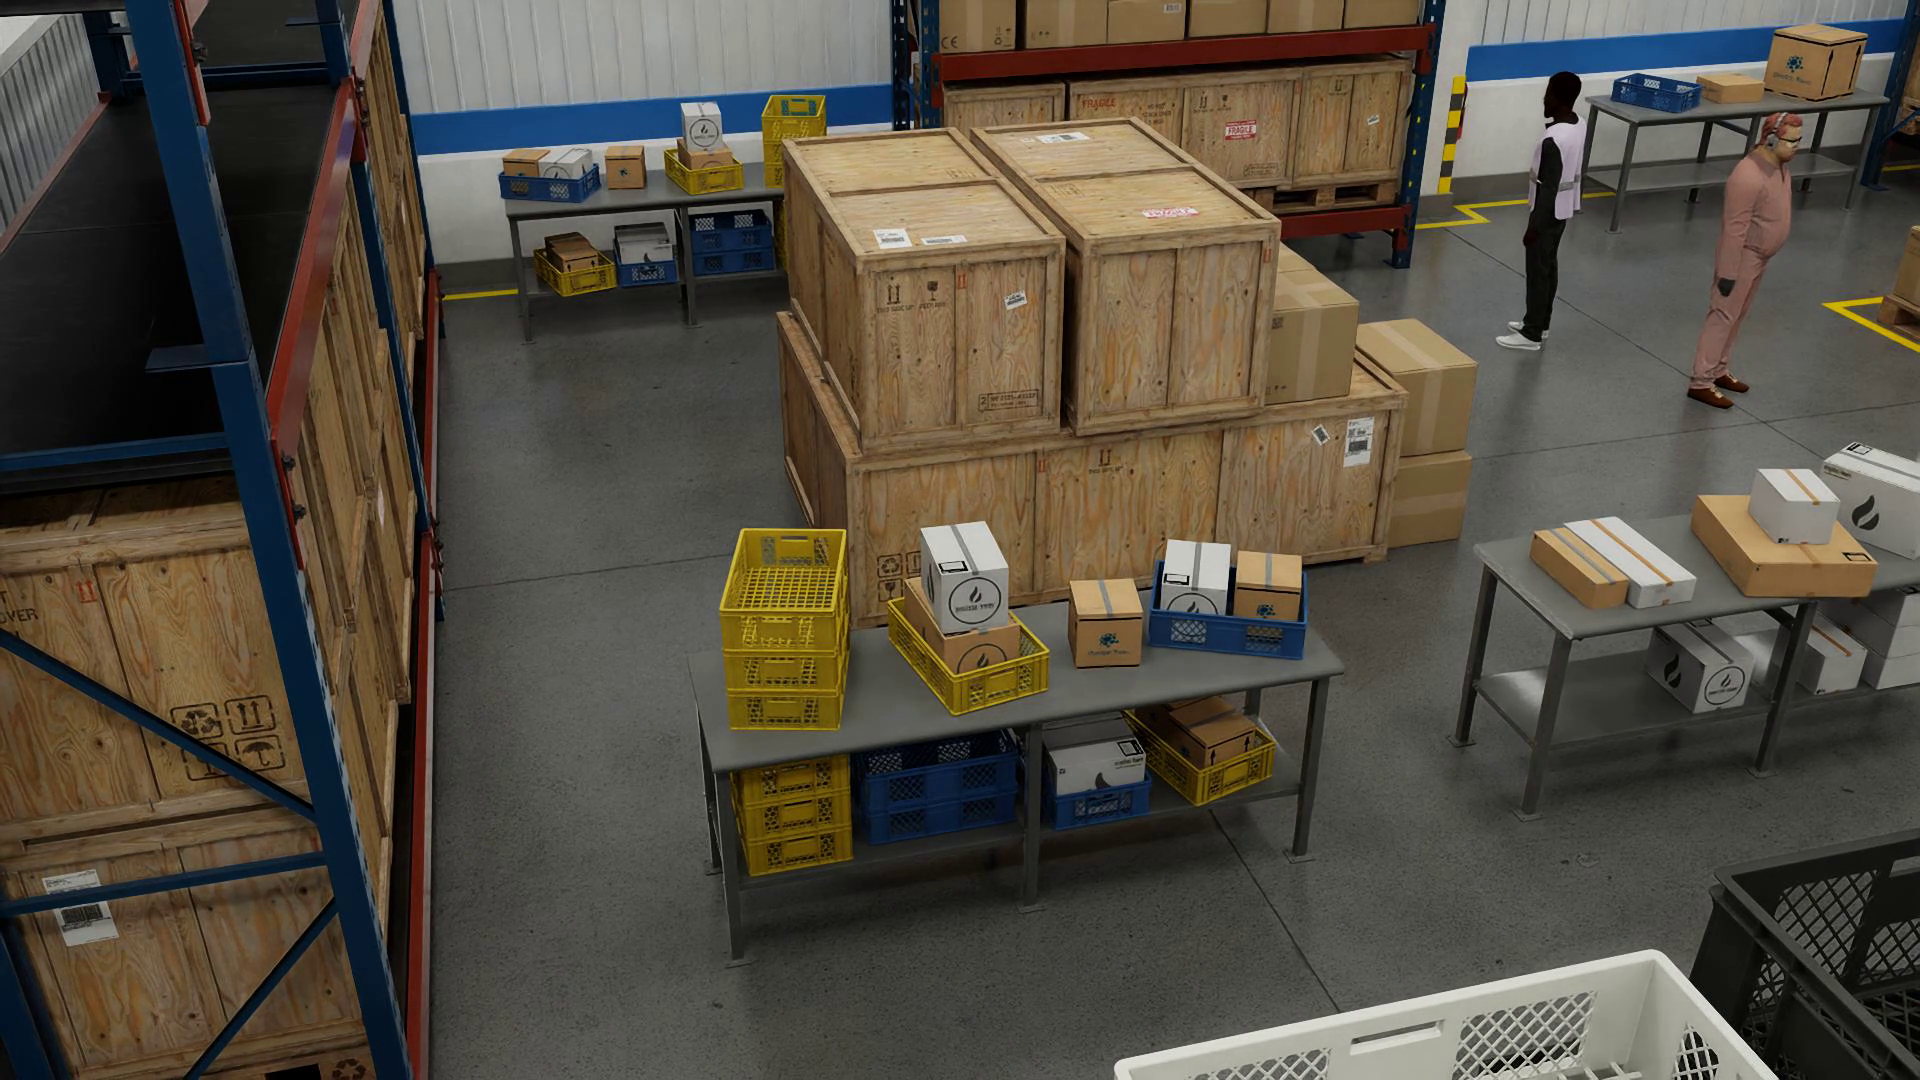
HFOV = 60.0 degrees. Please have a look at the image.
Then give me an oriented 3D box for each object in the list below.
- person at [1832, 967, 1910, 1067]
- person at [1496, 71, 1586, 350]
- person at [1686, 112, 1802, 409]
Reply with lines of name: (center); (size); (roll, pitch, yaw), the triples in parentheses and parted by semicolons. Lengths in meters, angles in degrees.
person: (2.039, 1.813, 4.190); (0.430, 1.836, 0.624); (-19, 34, -31)
person: (4.072, -2.263, 11.501); (0.376, 1.917, 0.599); (17, 33, 28)
person: (5.061, -1.798, 10.682); (0.402, 1.900, 0.637); (23, 36, 36)
